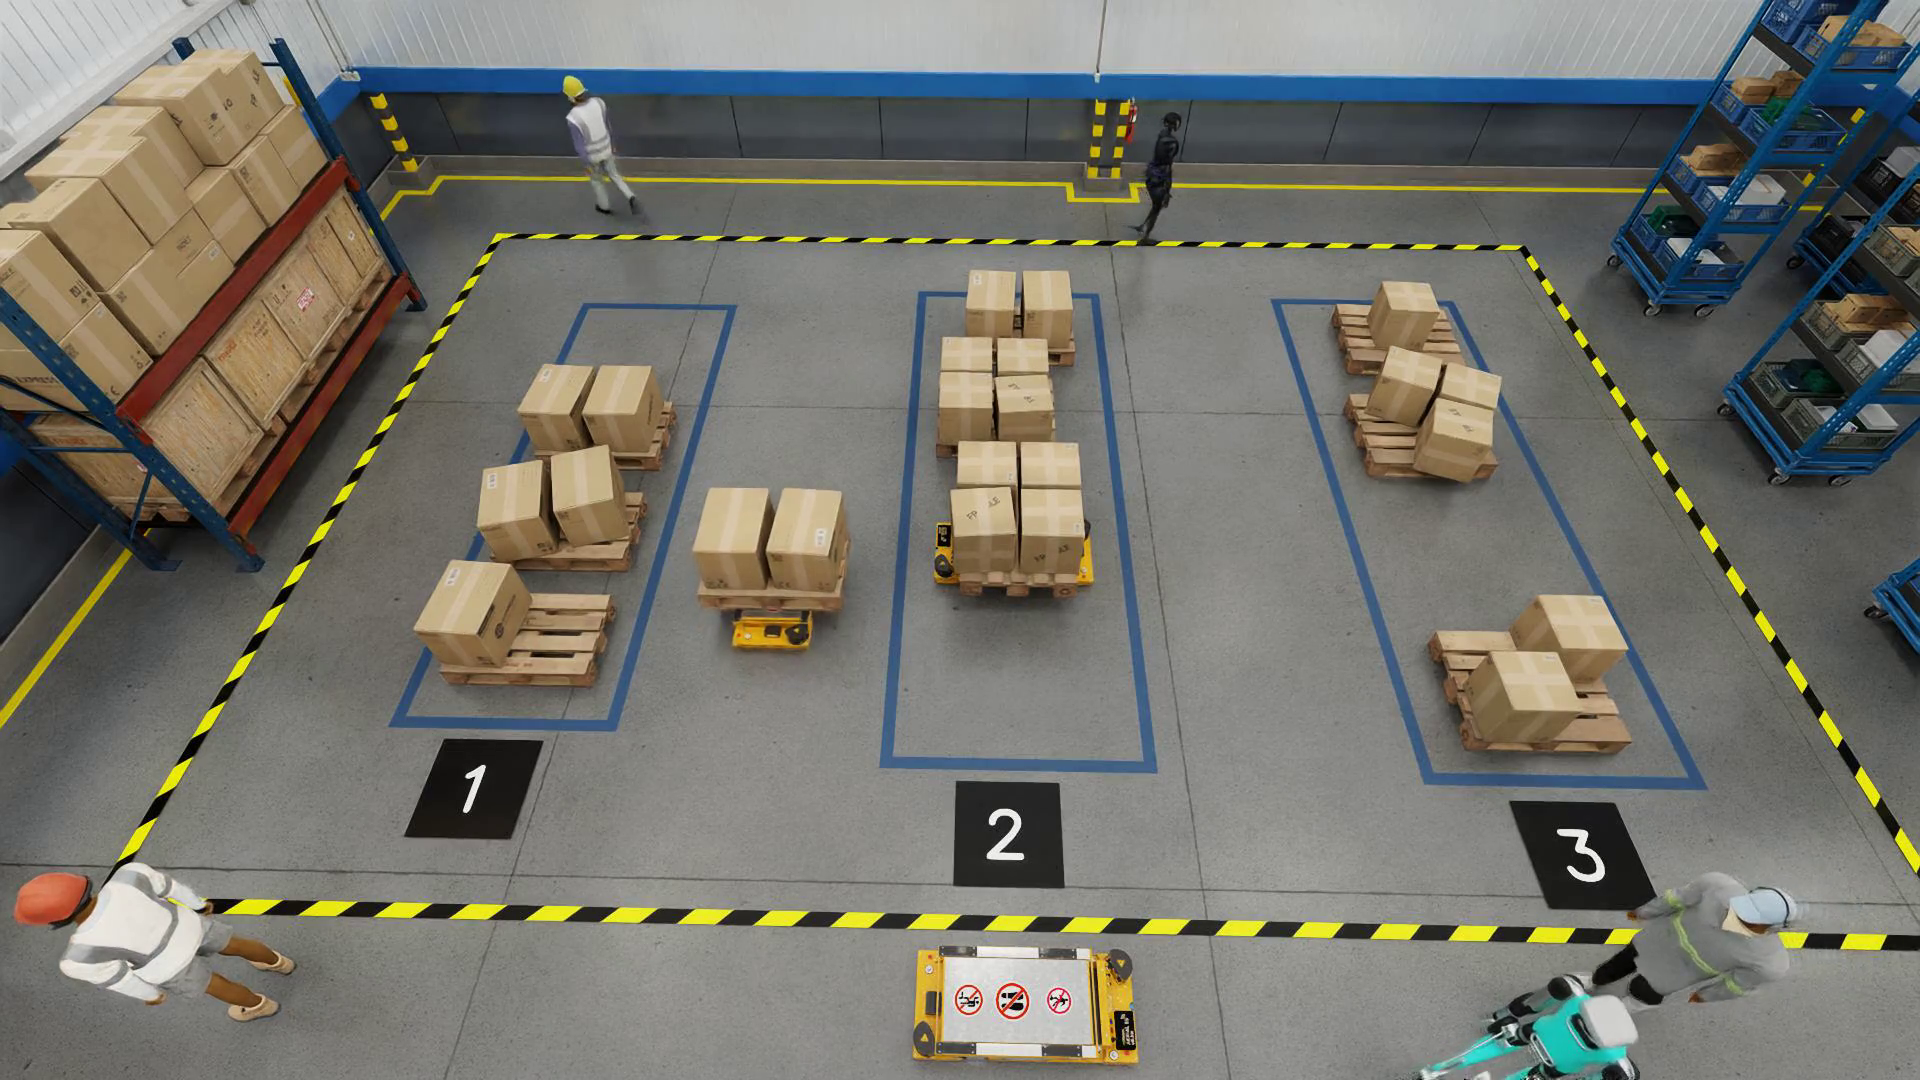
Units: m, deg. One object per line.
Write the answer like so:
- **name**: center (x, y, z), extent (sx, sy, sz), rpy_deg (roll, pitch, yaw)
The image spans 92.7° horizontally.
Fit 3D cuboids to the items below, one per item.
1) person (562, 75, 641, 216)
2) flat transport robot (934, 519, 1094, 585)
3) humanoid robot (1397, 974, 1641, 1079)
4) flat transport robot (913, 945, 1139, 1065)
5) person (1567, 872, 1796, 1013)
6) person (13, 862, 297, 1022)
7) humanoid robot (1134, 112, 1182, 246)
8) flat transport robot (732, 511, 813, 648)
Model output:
- **person**: center (-4.523, -4.864, 11.450), extent (0.659, 1.816, 0.601), rpy_deg (29, 56, 21)
- **flat transport robot**: center (0.490, 0.087, 8.397), extent (1.431, 0.197, 0.652), rpy_deg (1, 51, 1)
- **humanoid robot**: center (2.909, 2.979, 5.126), extent (0.961, 1.766, 0.543), rpy_deg (-12, 52, -9)
- **flat transport robot**: center (0.422, 3.041, 6.007), extent (1.431, 0.231, 0.659), rpy_deg (1, 51, 1)
- **person**: center (4.329, 2.450, 5.485), extent (0.463, 1.862, 0.593), rpy_deg (-4, 51, -3)
- **person**: center (-4.665, 2.388, 5.393), extent (0.360, 2.047, 0.612), rpy_deg (1, 51, 1)
- **humanoid robot**: center (2.415, -4.359, 11.125), extent (0.345, 1.645, 0.599), rpy_deg (-7, 51, -6)
- **flat transport robot**: center (-1.599, 0.315, 8.211), extent (0.652, 0.197, 1.431), rpy_deg (1, 51, 1)
